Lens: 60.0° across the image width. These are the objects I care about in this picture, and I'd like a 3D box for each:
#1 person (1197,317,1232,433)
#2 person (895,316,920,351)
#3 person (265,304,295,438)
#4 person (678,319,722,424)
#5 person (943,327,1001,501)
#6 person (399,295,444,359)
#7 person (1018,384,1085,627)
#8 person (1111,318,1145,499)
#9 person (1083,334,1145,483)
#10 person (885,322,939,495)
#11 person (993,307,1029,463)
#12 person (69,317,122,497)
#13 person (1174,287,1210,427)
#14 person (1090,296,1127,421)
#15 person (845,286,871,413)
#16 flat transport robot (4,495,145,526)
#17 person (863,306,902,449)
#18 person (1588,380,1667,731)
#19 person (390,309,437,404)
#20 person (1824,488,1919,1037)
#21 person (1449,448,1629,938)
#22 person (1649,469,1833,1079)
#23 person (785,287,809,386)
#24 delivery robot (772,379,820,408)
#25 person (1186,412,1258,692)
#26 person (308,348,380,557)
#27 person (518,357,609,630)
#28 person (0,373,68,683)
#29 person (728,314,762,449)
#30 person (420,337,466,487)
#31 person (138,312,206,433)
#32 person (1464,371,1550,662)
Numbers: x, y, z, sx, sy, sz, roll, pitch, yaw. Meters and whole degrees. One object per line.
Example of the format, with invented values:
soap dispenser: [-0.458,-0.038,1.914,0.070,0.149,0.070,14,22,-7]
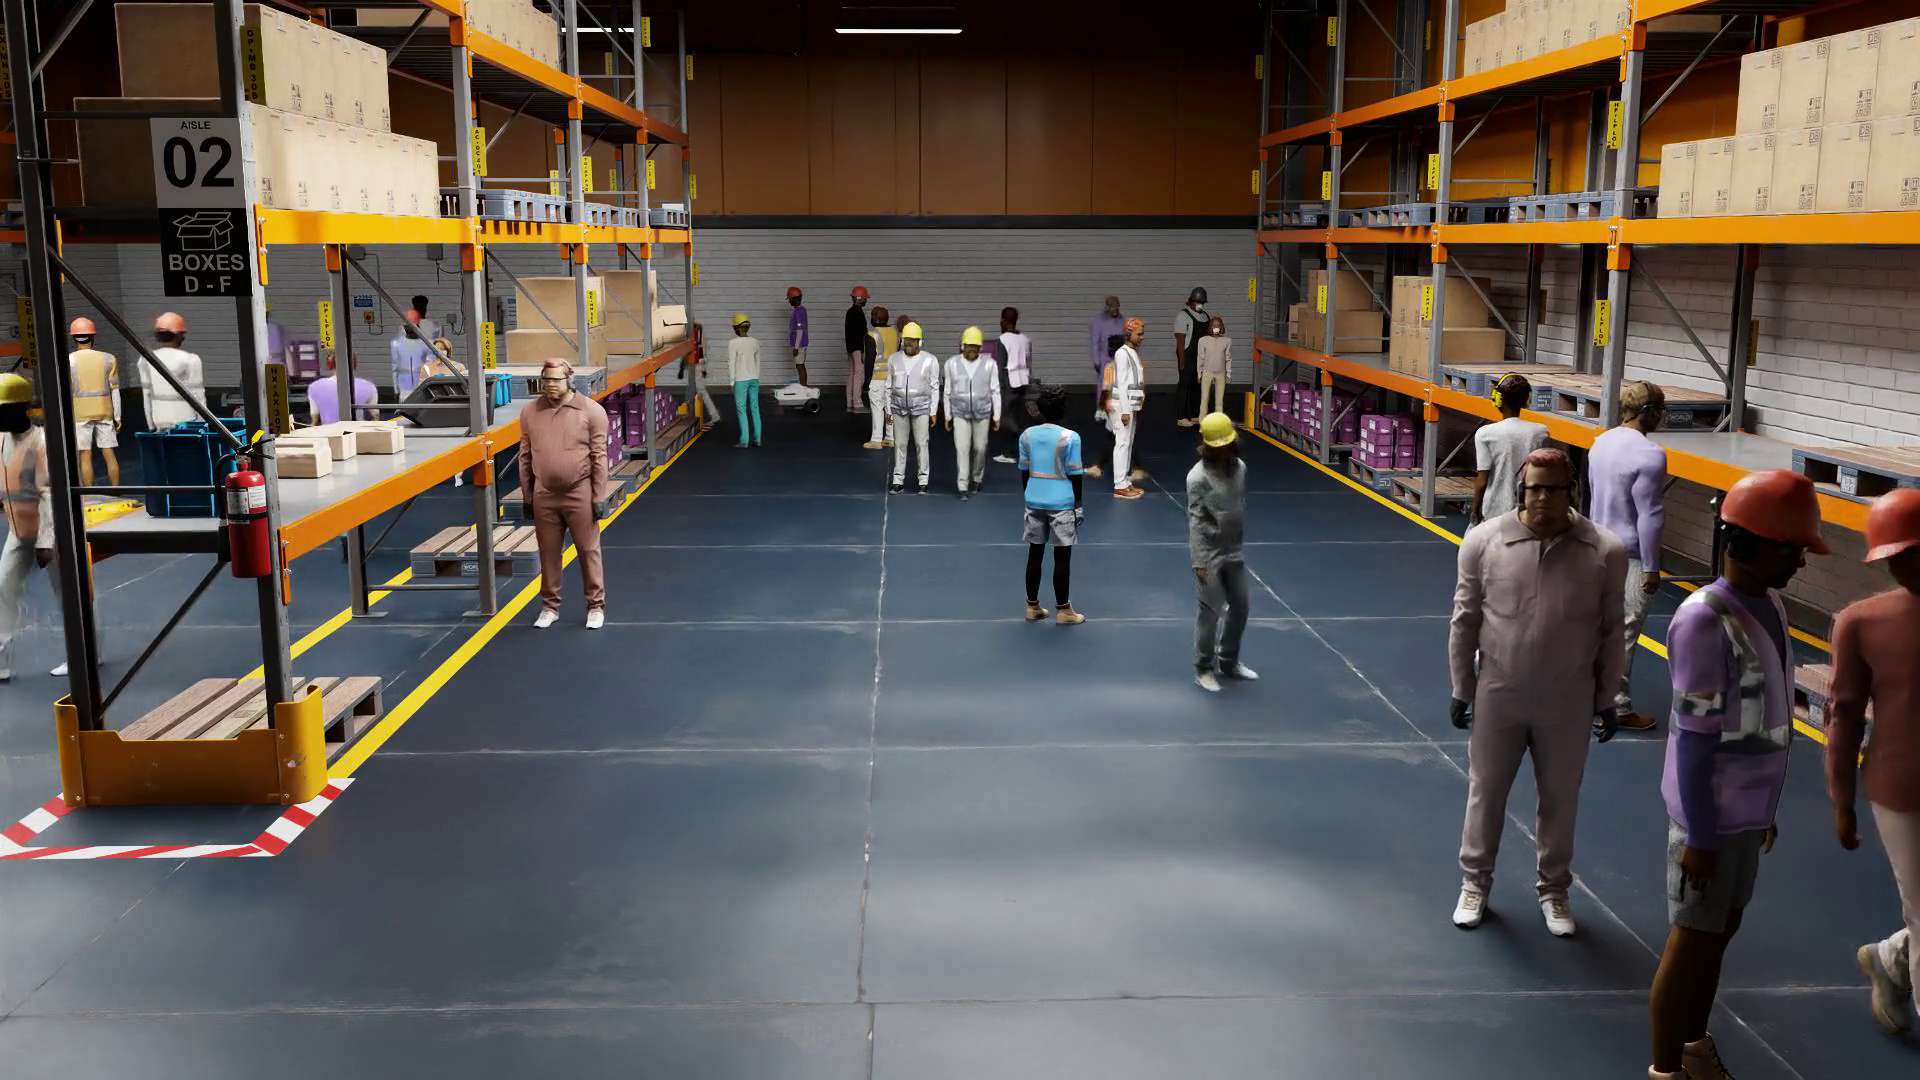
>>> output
person: [3.574,-2.313,23.365,0.498,1.634,0.280,0,10,-1]
person: [-0.846,-2.505,24.541,0.816,1.584,0.514,8,13,37]
person: [-9.376,-2.269,22.455,0.984,1.868,0.610,7,12,34]
person: [-3.873,-2.482,24.442,0.835,1.594,0.543,2,10,13]
person: [0.126,-1.339,17.468,0.608,1.806,0.754,0,10,-1]
person: [-7.258,-2.326,22.512,0.604,1.966,0.367,-4,11,-22]
person: [0.648,-0.243,11.652,0.537,1.699,0.318,8,13,38]
person: [1.776,-1.385,17.491,0.353,1.886,0.572,3,11,16]
person: [1.750,-1.475,18.648,0.866,1.648,0.547,7,12,33]
person: [-0.519,-1.388,17.648,0.586,1.837,0.403,2,10,11]
person: [0.643,-1.858,20.093,0.550,1.898,0.610,7,12,32]
person: [-8.638,-1.236,16.530,0.551,1.932,0.367,-9,14,-42]
person: [3.458,-2.680,24.274,0.680,2.000,0.536,-9,13,-41]
person: [2.294,-2.678,24.733,0.676,1.864,0.942,-4,11,-21]
person: [-1.595,-2.988,26.129,0.398,1.989,0.621,-4,11,-24]
flat transport robot: [-8.400,-0.282,15.848,1.431,0.197,0.652,6,12,32]
person: [-1.043,-2.111,21.658,0.429,1.846,0.626,8,13,37]
person: [3.670,0.085,9.185,0.355,1.931,0.629,-2,10,-8]
person: [-6.642,-1.888,20.317,0.545,1.890,0.978,-2,10,-9]
person: [3.058,0.797,5.214,0.633,1.931,0.785,2,10,11]
person: [2.226,0.595,6.427,0.661,1.905,0.399,3,11,15]
person: [2.301,0.795,4.941,0.387,2.034,0.605,9,13,40]
person: [-2.737,-3.286,27.965,0.374,1.928,0.543,0,10,0]
delivery robot: [-2.539,-2.240,25.704,0.707,0.478,0.477,-3,10,-16]
person: [1.541,0.074,9.875,0.565,1.699,0.412,-9,13,-40]
person: [-5.265,-0.770,14.265,0.580,1.820,0.852,-1,10,-6]
person: [-2.745,-0.315,11.518,0.637,1.898,0.395,1,10,7]
person: [-5.693,-0.054,10.050,0.617,1.887,0.896,6,12,28]
person: [-2.819,-2.066,21.680,0.376,1.752,0.517,9,13,40]
person: [-5.658,-1.398,18.246,0.514,1.644,0.307,0,10,-2]
person: [-7.428,-1.131,15.696,0.614,2.024,0.690,1,10,4]
person: [3.449,-0.126,10.521,0.521,1.874,0.328,-1,10,-8]
